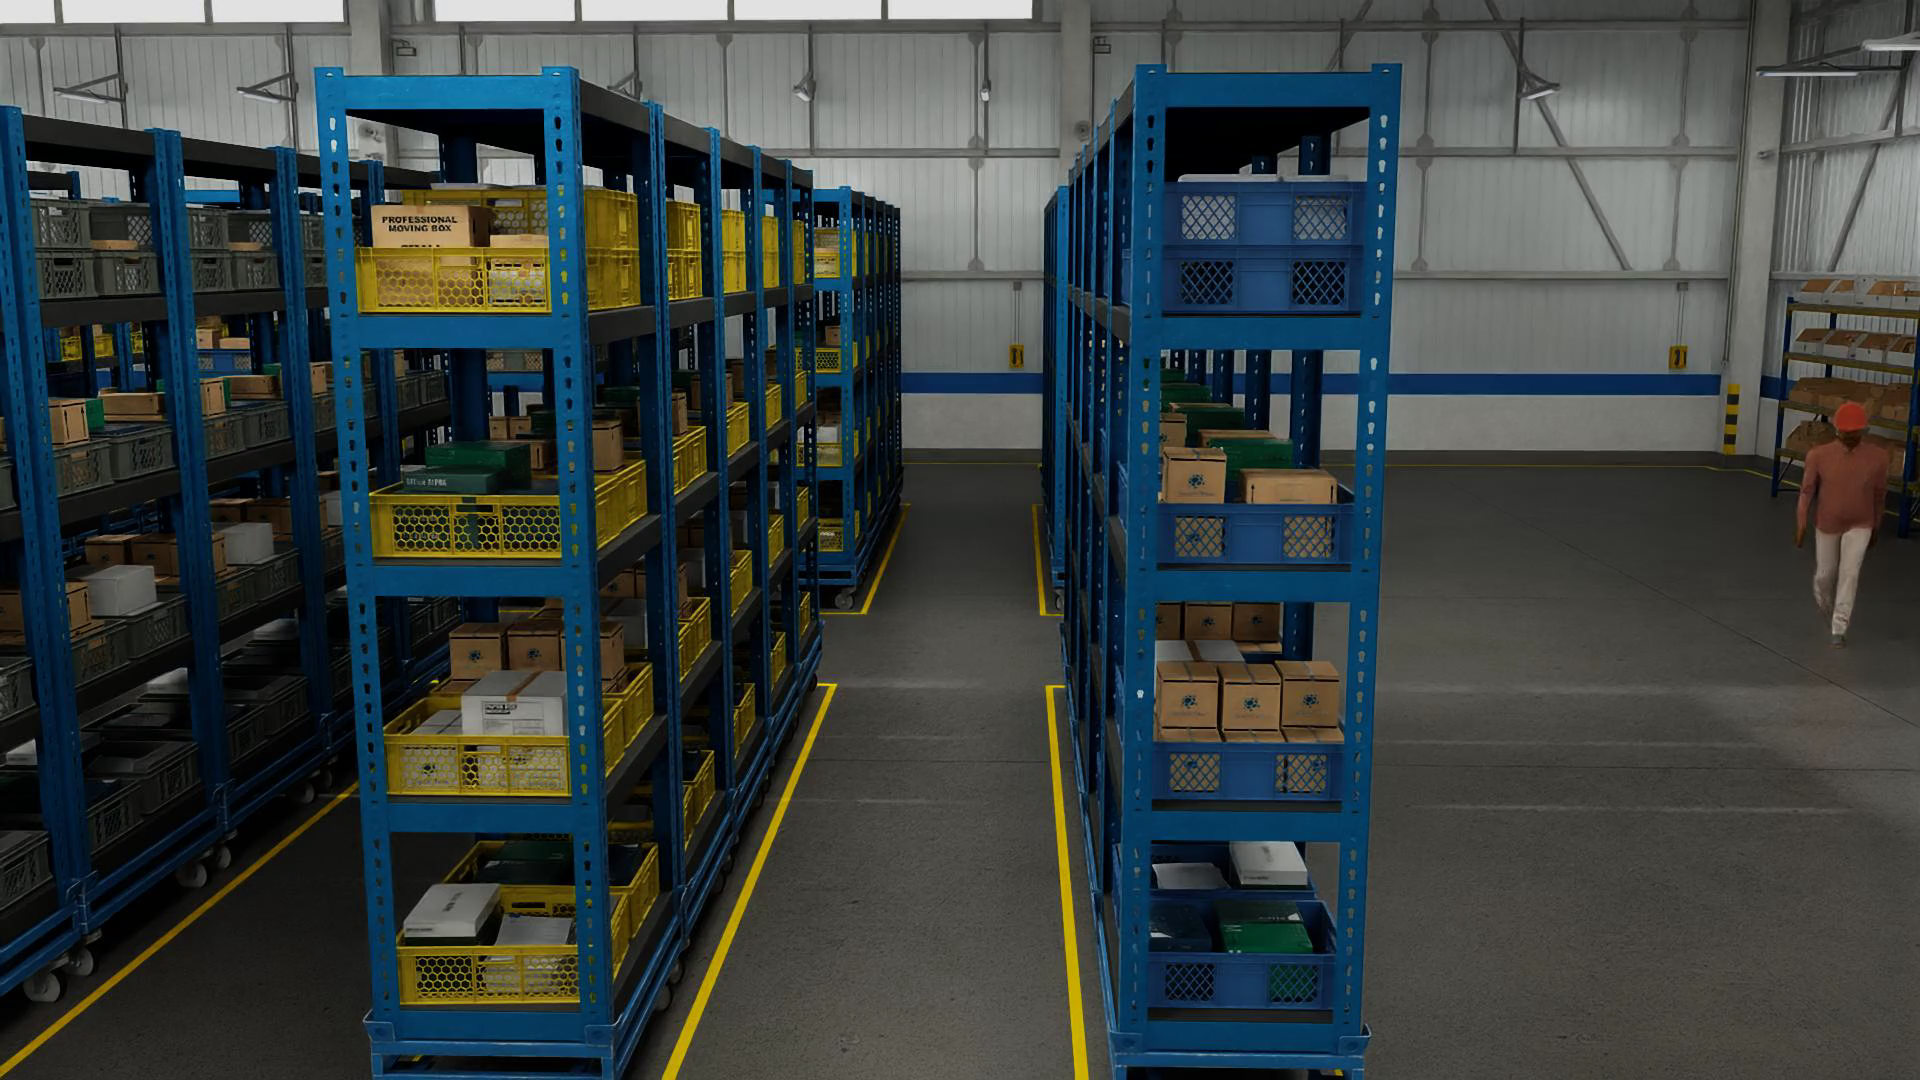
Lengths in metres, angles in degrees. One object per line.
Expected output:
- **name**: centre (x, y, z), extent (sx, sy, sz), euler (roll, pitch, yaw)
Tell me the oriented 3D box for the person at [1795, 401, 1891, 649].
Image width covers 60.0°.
- **person**: centre (6.954, -0.160, 13.160), extent (0.628, 1.941, 0.893), euler (5, 11, 25)
